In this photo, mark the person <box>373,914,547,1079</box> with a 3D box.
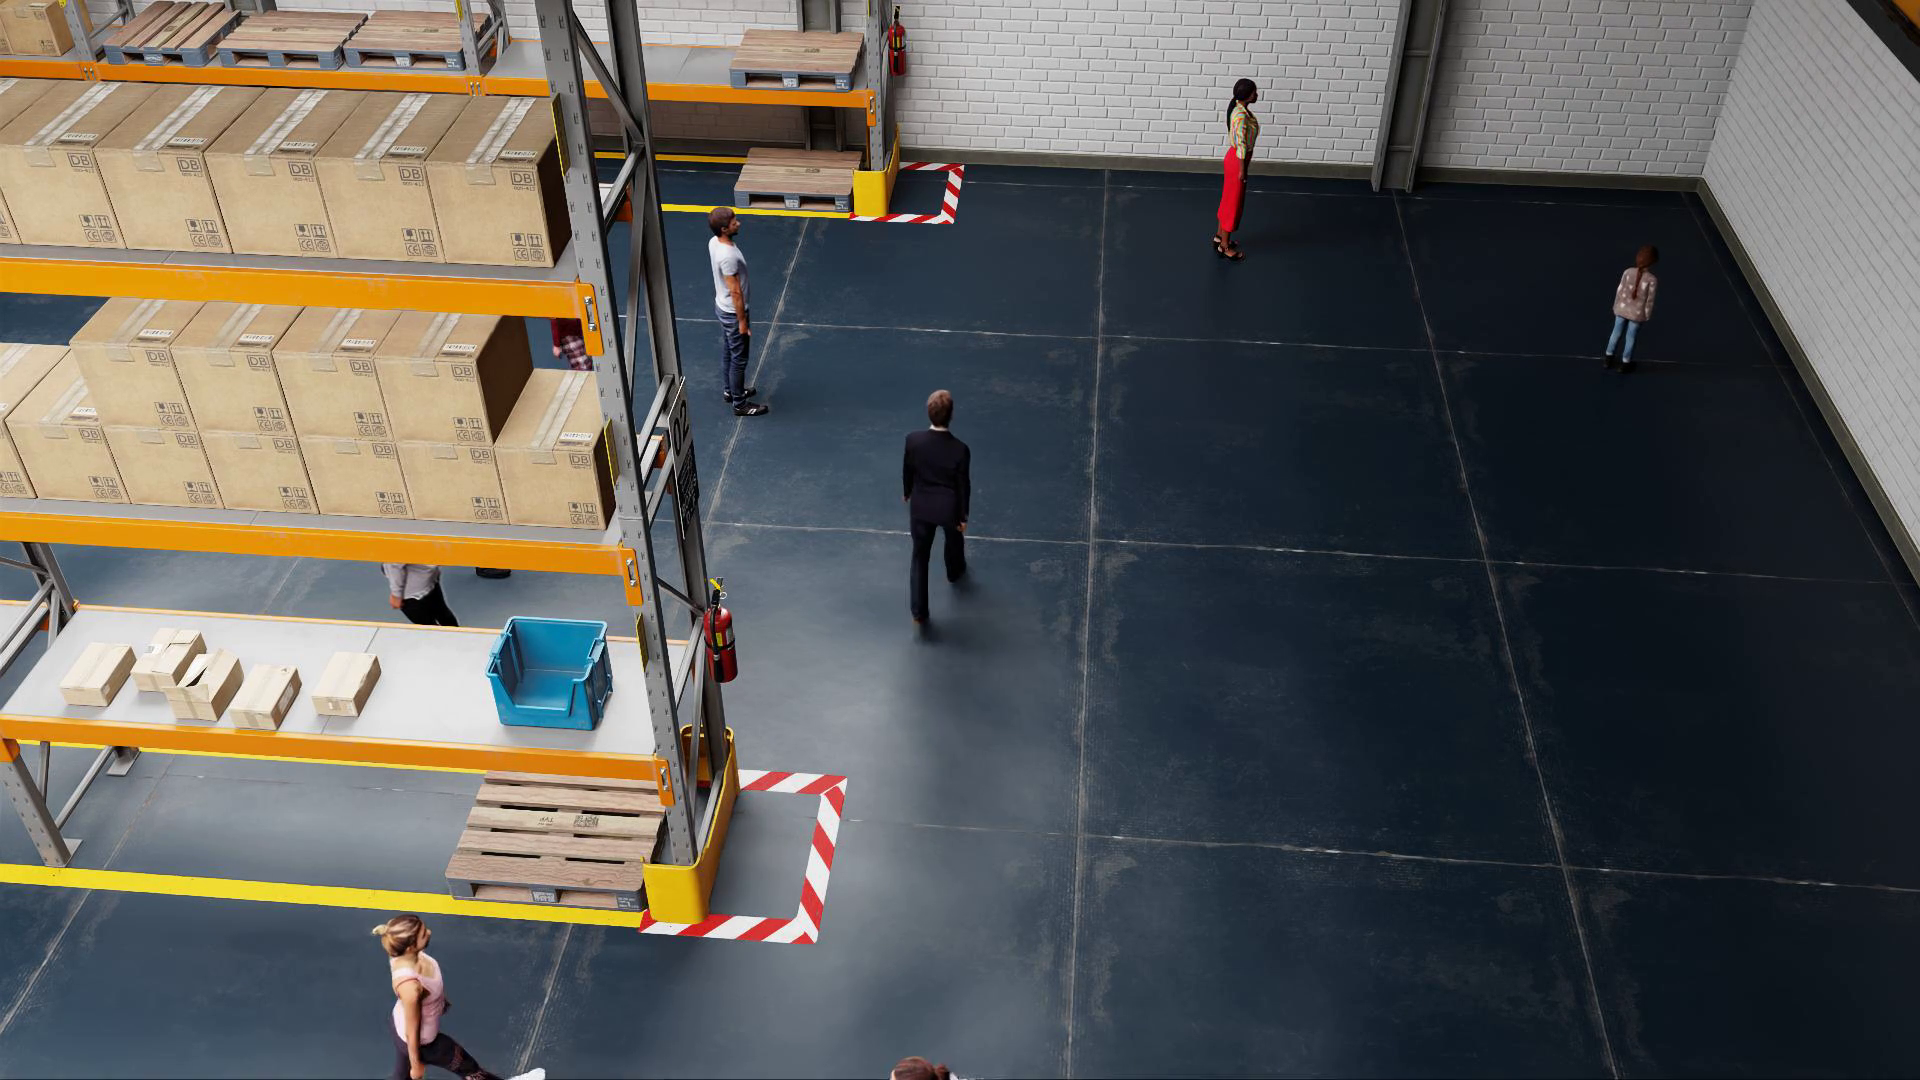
[{"bbox_3d":[-2.809,2.510,8.404,1.129,1.600,0.917,-15,41,-18],"label":"person"}]

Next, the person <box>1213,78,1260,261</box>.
[{"bbox_3d":[2.626,-3.531,15.813,0.557,1.793,0.612,-1,39,-1],"label":"person"}]

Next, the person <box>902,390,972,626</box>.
[{"bbox_3d":[-0.199,-0.208,11.662,1.146,1.781,0.877,9,39,11],"label":"person"}]

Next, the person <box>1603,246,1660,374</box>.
[{"bbox_3d":[5.807,-1.996,14.373,0.544,1.192,0.621,29,47,31],"label":"person"}]

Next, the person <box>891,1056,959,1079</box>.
[{"bbox_3d":[-0.028,2.956,7.795,0.939,1.663,0.783,-8,39,-10],"label":"person"}]

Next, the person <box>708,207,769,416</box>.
[{"bbox_3d":[-1.878,-1.891,13.701,0.706,1.867,0.718,-15,41,-18],"label":"person"}]
